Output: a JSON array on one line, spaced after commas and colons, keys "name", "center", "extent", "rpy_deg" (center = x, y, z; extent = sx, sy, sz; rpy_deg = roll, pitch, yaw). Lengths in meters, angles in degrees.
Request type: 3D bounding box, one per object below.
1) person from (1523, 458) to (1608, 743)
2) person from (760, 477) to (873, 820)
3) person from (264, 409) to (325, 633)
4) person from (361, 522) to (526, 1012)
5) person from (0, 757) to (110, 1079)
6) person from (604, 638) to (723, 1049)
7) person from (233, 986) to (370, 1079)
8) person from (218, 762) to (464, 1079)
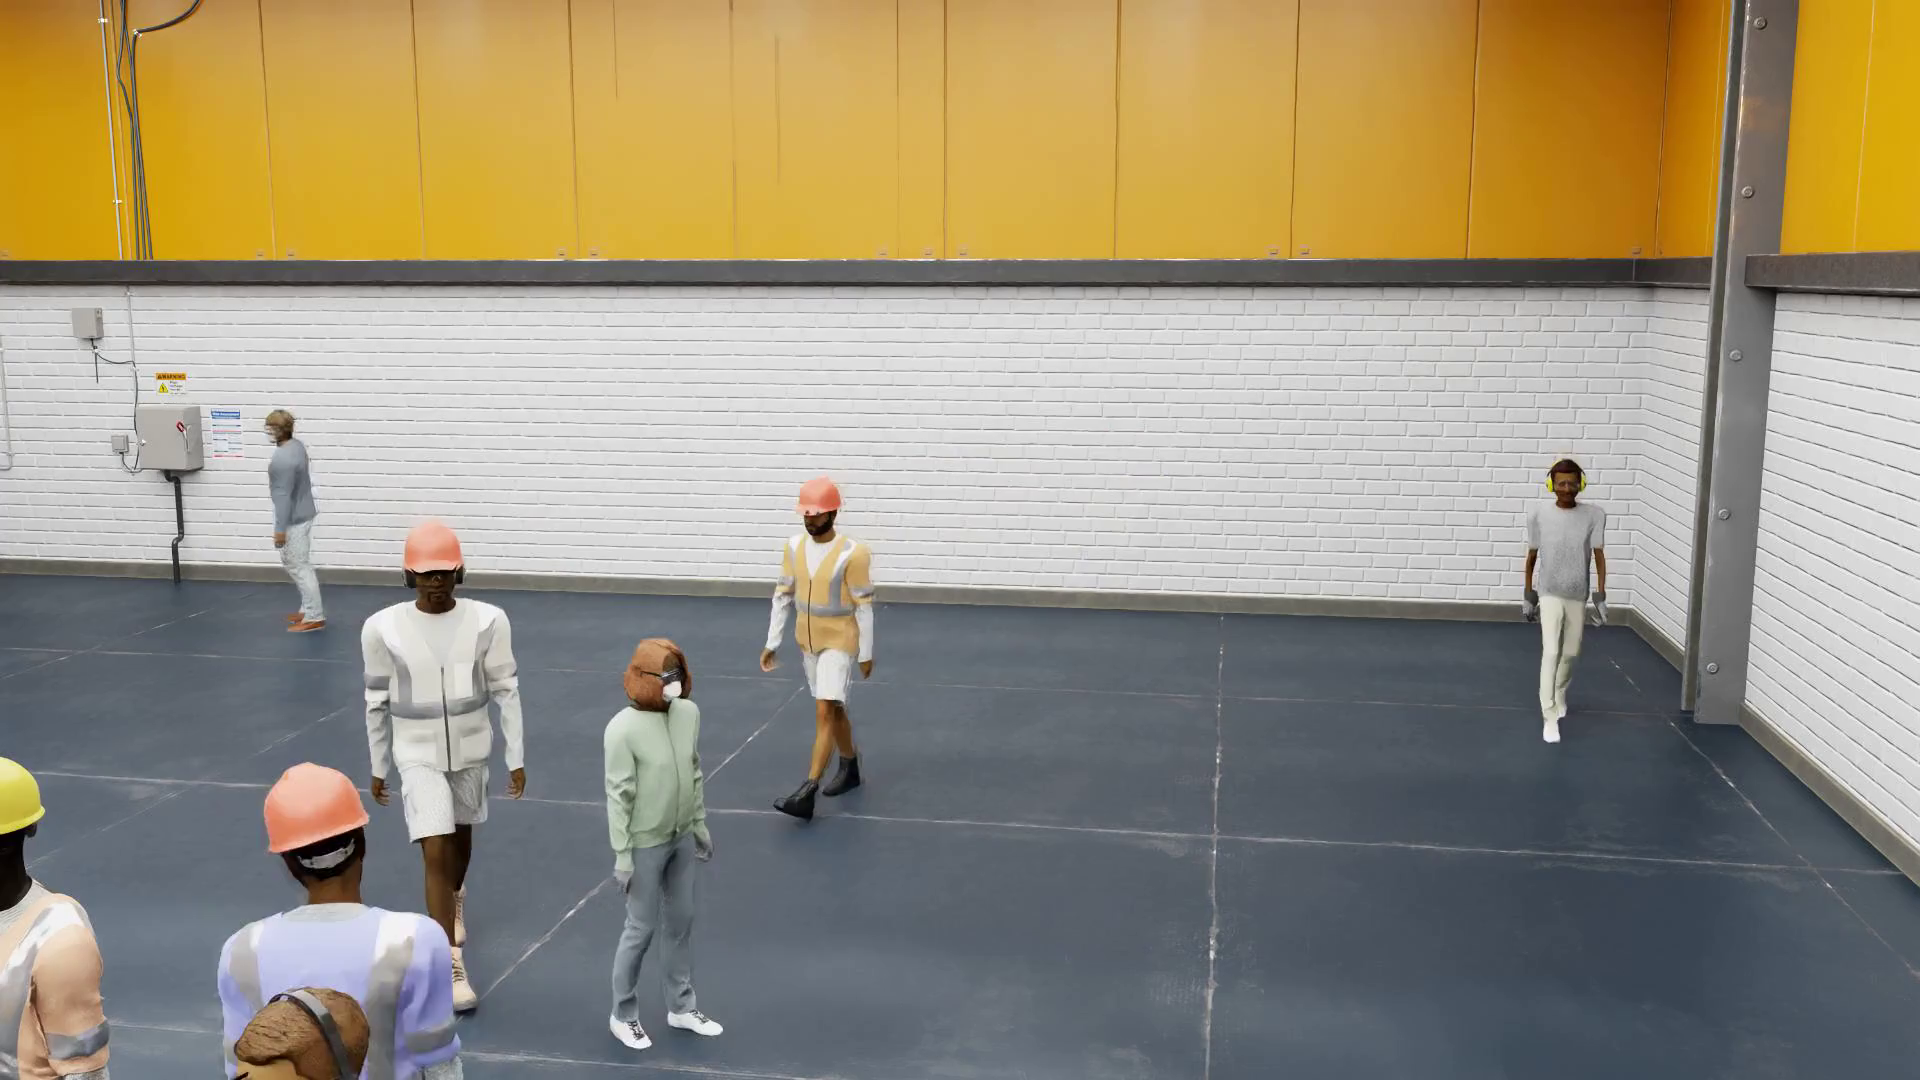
[{"name": "person", "center": [3.977, 0.352, 10.981], "extent": [0.510, 1.837, 0.879], "rpy_deg": [2, 9, 10]}, {"name": "person", "center": [-0.818, 0.592, 9.318], "extent": [0.570, 1.887, 0.979], "rpy_deg": [6, 11, 34]}, {"name": "person", "center": [-5.542, -0.150, 13.848], "extent": [0.402, 1.907, 0.675], "rpy_deg": [-3, 10, -16]}, {"name": "person", "center": [-2.205, 0.896, 7.135], "extent": [0.626, 1.995, 1.038], "rpy_deg": [-4, 10, -26]}, {"name": "person", "center": [-2.238, 1.441, 3.958], "extent": [0.586, 1.928, 0.364], "rpy_deg": [6, 11, 34]}, {"name": "person", "center": [-1.166, 1.182, 6.502], "extent": [0.316, 1.641, 0.502], "rpy_deg": [6, 11, 31]}, {"name": "person", "center": [-1.057, 1.639, 3.067], "extent": [0.520, 1.830, 0.636], "rpy_deg": [4, 10, 22]}, {"name": "person", "center": [-1.448, 1.477, 3.859], "extent": [0.547, 1.894, 0.829], "rpy_deg": [1, 9, 7]}]
